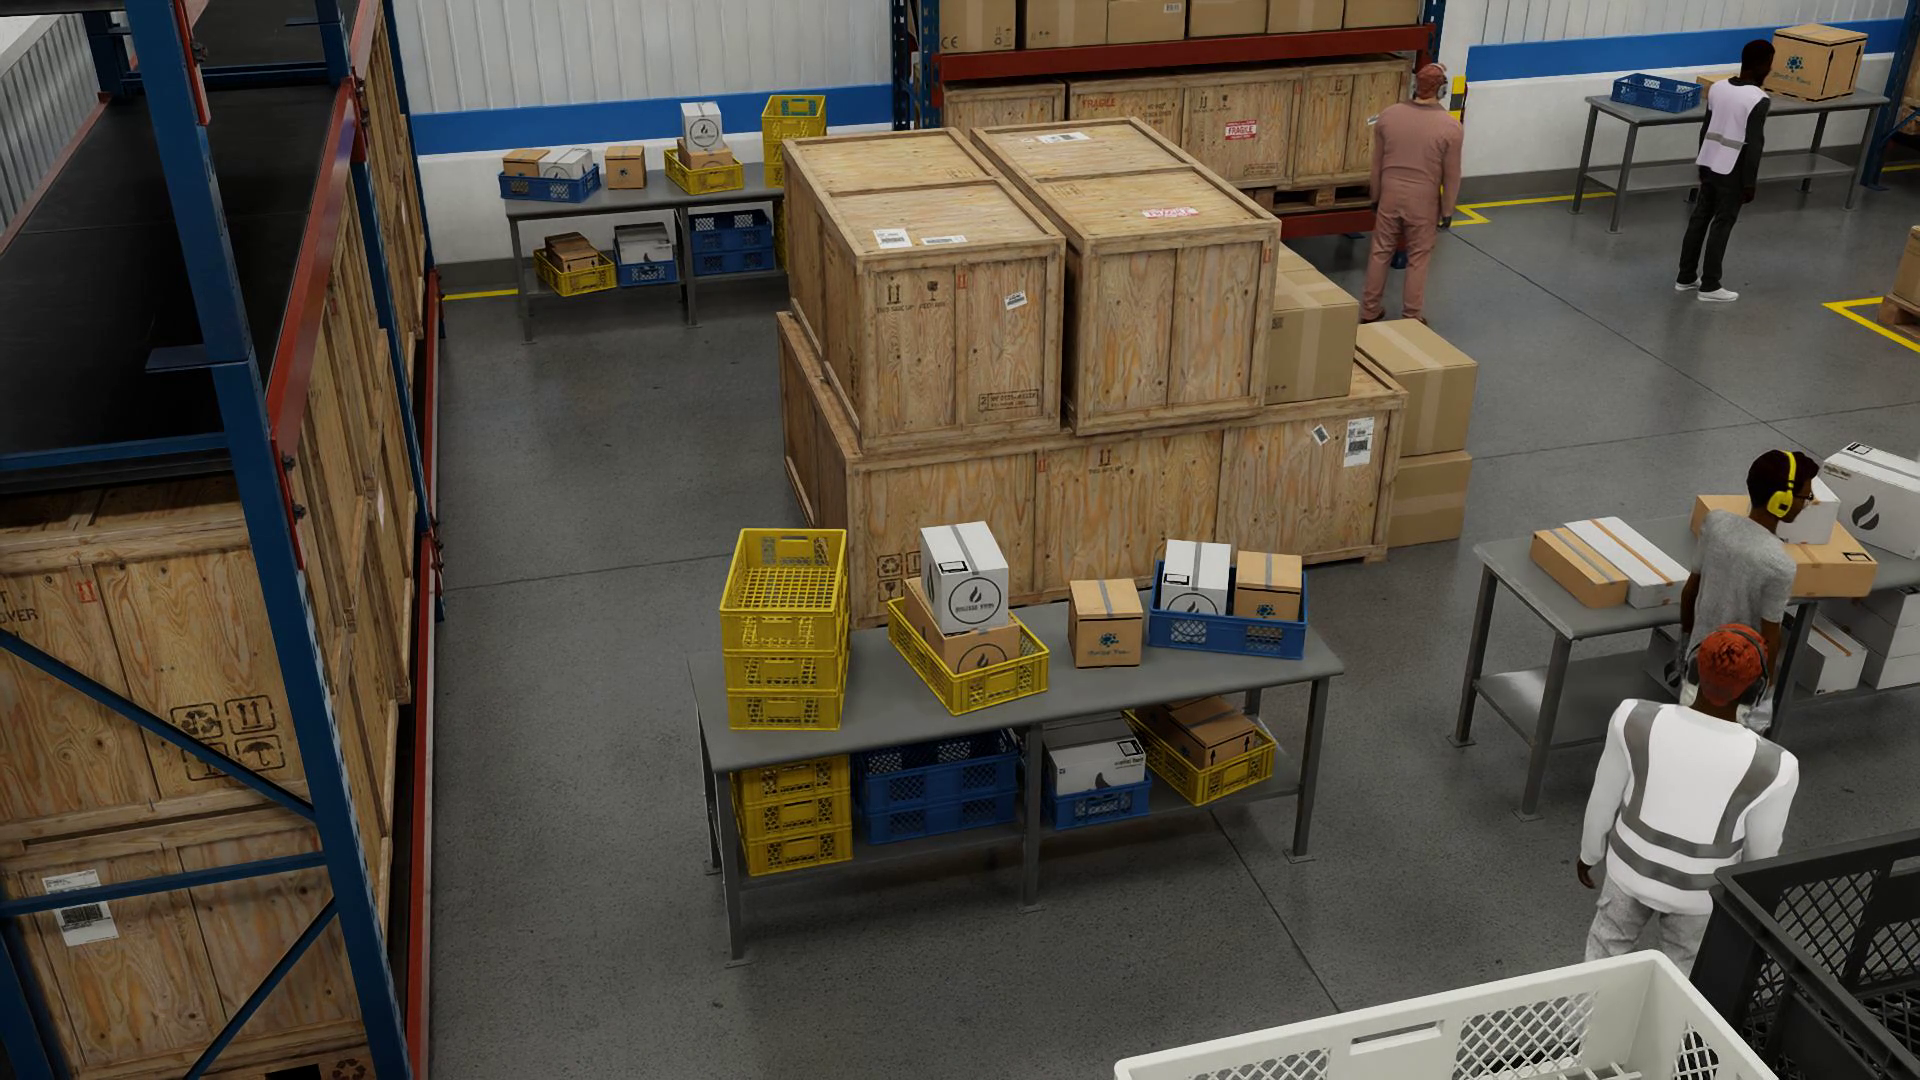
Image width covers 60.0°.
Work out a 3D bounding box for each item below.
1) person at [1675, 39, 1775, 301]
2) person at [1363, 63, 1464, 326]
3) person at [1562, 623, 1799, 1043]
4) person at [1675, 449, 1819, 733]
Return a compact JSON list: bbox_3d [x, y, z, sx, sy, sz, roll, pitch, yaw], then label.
[{"bbox_3d":[5.694,-2.741,12.373,0.391,1.914,0.587,-8,30,-14],"label":"person"},{"bbox_3d":[3.219,-2.413,11.803,0.638,1.898,0.401,19,34,31],"label":"person"},{"bbox_3d":[2.309,1.108,5.430,0.581,1.879,0.344,18,33,29],"label":"person"},{"bbox_3d":[3.016,0.501,6.541,0.329,1.865,0.518,-8,30,-14],"label":"person"}]
